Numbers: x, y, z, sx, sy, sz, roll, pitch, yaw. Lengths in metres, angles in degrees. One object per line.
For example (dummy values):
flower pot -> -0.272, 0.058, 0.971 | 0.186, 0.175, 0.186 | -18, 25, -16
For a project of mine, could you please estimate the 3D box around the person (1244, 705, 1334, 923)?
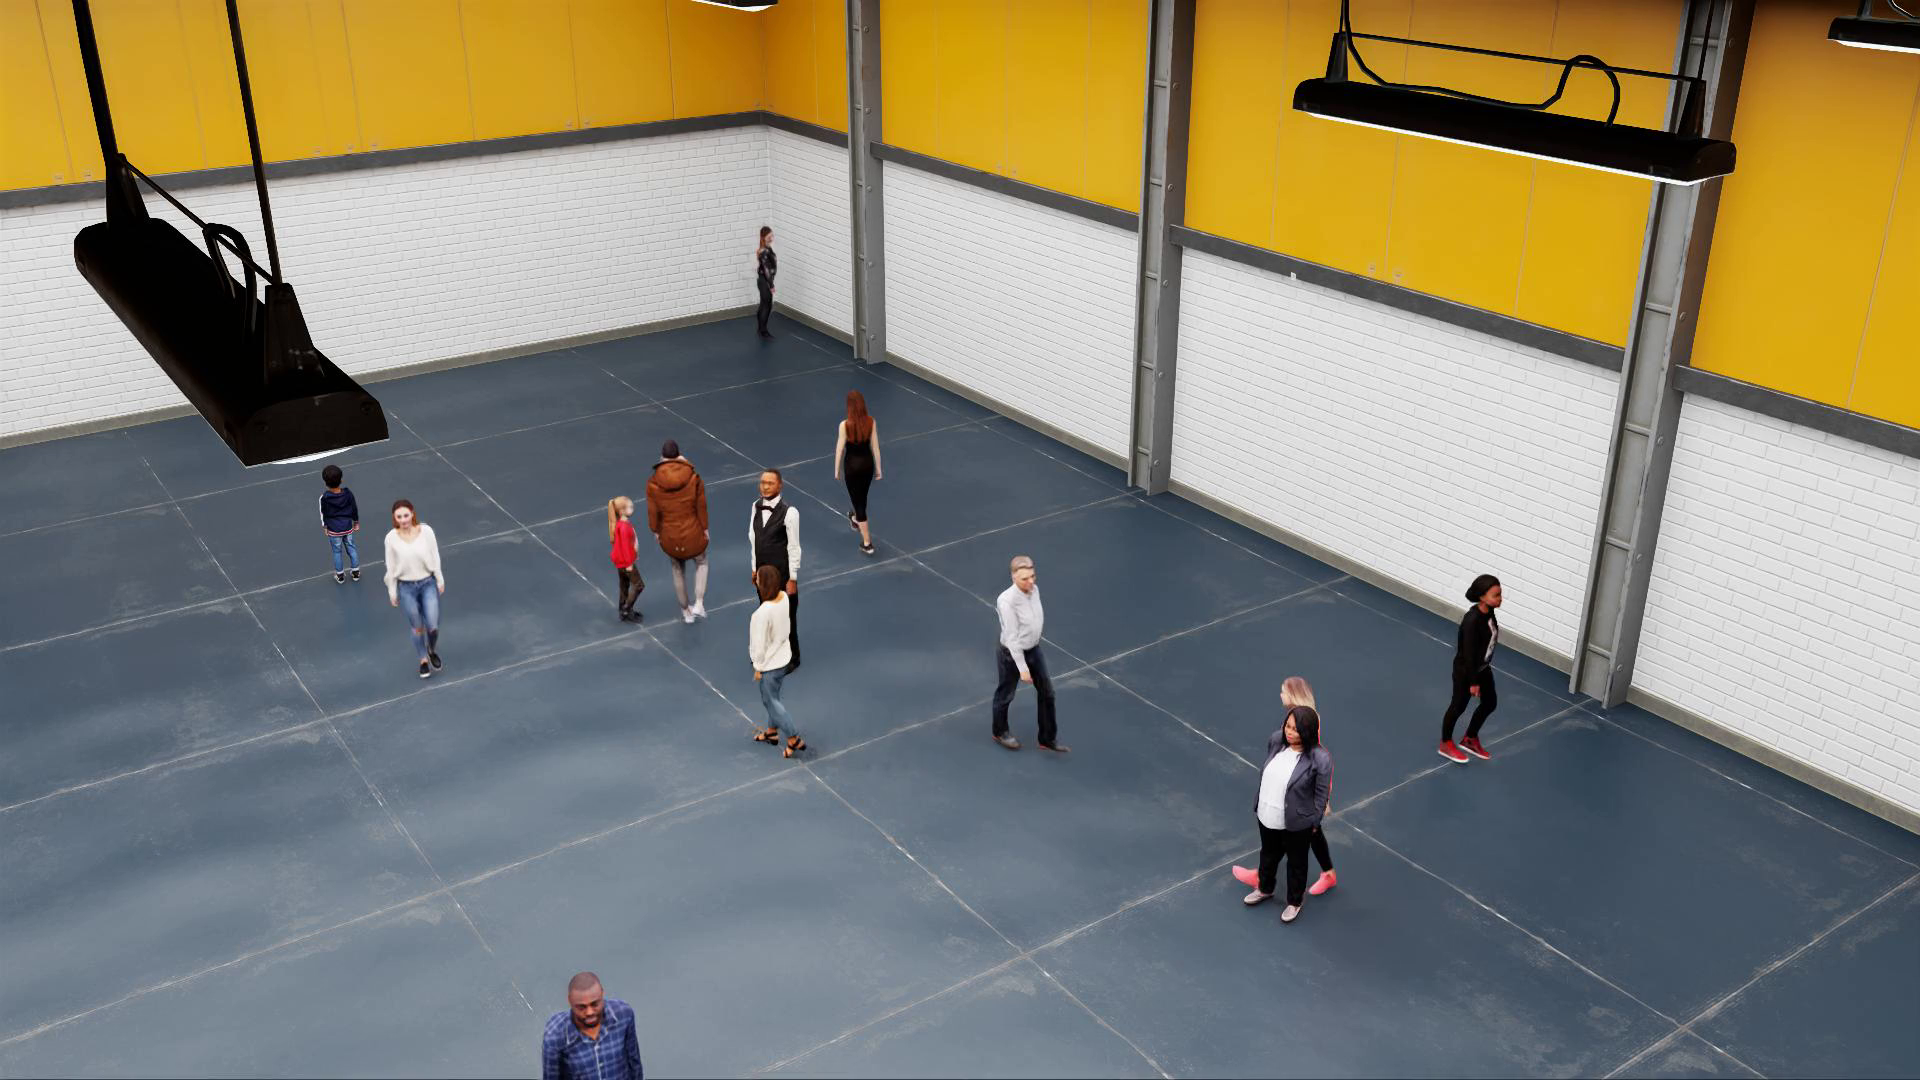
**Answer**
person -> 2.264, 1.864, 11.471 | 0.667, 1.597, 0.785 | 20, 31, 38

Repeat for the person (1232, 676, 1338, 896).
person -> 2.480, 1.769, 11.632 | 1.048, 1.642, 1.059 | -4, 24, -9

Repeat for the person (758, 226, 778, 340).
person -> -2.878, -3.774, 24.283 | 0.911, 1.666, 0.741 | -7, 24, -15

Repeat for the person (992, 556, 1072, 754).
person -> 0.401, 0.909, 13.435 | 1.022, 1.775, 0.819 | 18, 29, 36

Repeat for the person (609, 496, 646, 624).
person -> -3.209, 0.193, 15.694 | 0.611, 1.275, 0.497 | -11, 26, -23

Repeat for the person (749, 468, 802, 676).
person -> -1.626, 0.263, 14.735 | 0.628, 1.917, 0.820 | 17, 29, 34

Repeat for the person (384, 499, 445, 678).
person -> -4.809, 0.402, 14.710 | 0.706, 1.682, 0.666 | -8, 25, -18

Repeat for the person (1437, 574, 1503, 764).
person -> 4.034, 1.014, 13.335 | 0.648, 1.662, 0.649 | -21, 31, -39

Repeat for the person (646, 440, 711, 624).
person -> -2.598, -0.023, 15.508 | 0.872, 1.822, 0.910 | -1, 24, -3

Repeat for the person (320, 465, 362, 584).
person -> -6.186, -0.164, 16.579 | 0.516, 1.222, 0.480 | -14, 27, -28

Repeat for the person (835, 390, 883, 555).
person -> -1.017, -0.677, 17.164 | 0.734, 1.693, 1.135 | -10, 26, -22

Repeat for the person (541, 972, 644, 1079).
person -> -1.897, 2.958, 8.709 | 0.789, 1.805, 0.928 | -10, 26, -22

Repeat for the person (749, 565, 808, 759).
person -> -1.463, 0.974, 13.403 | 0.905, 1.681, 0.827 | 9, 25, 19
